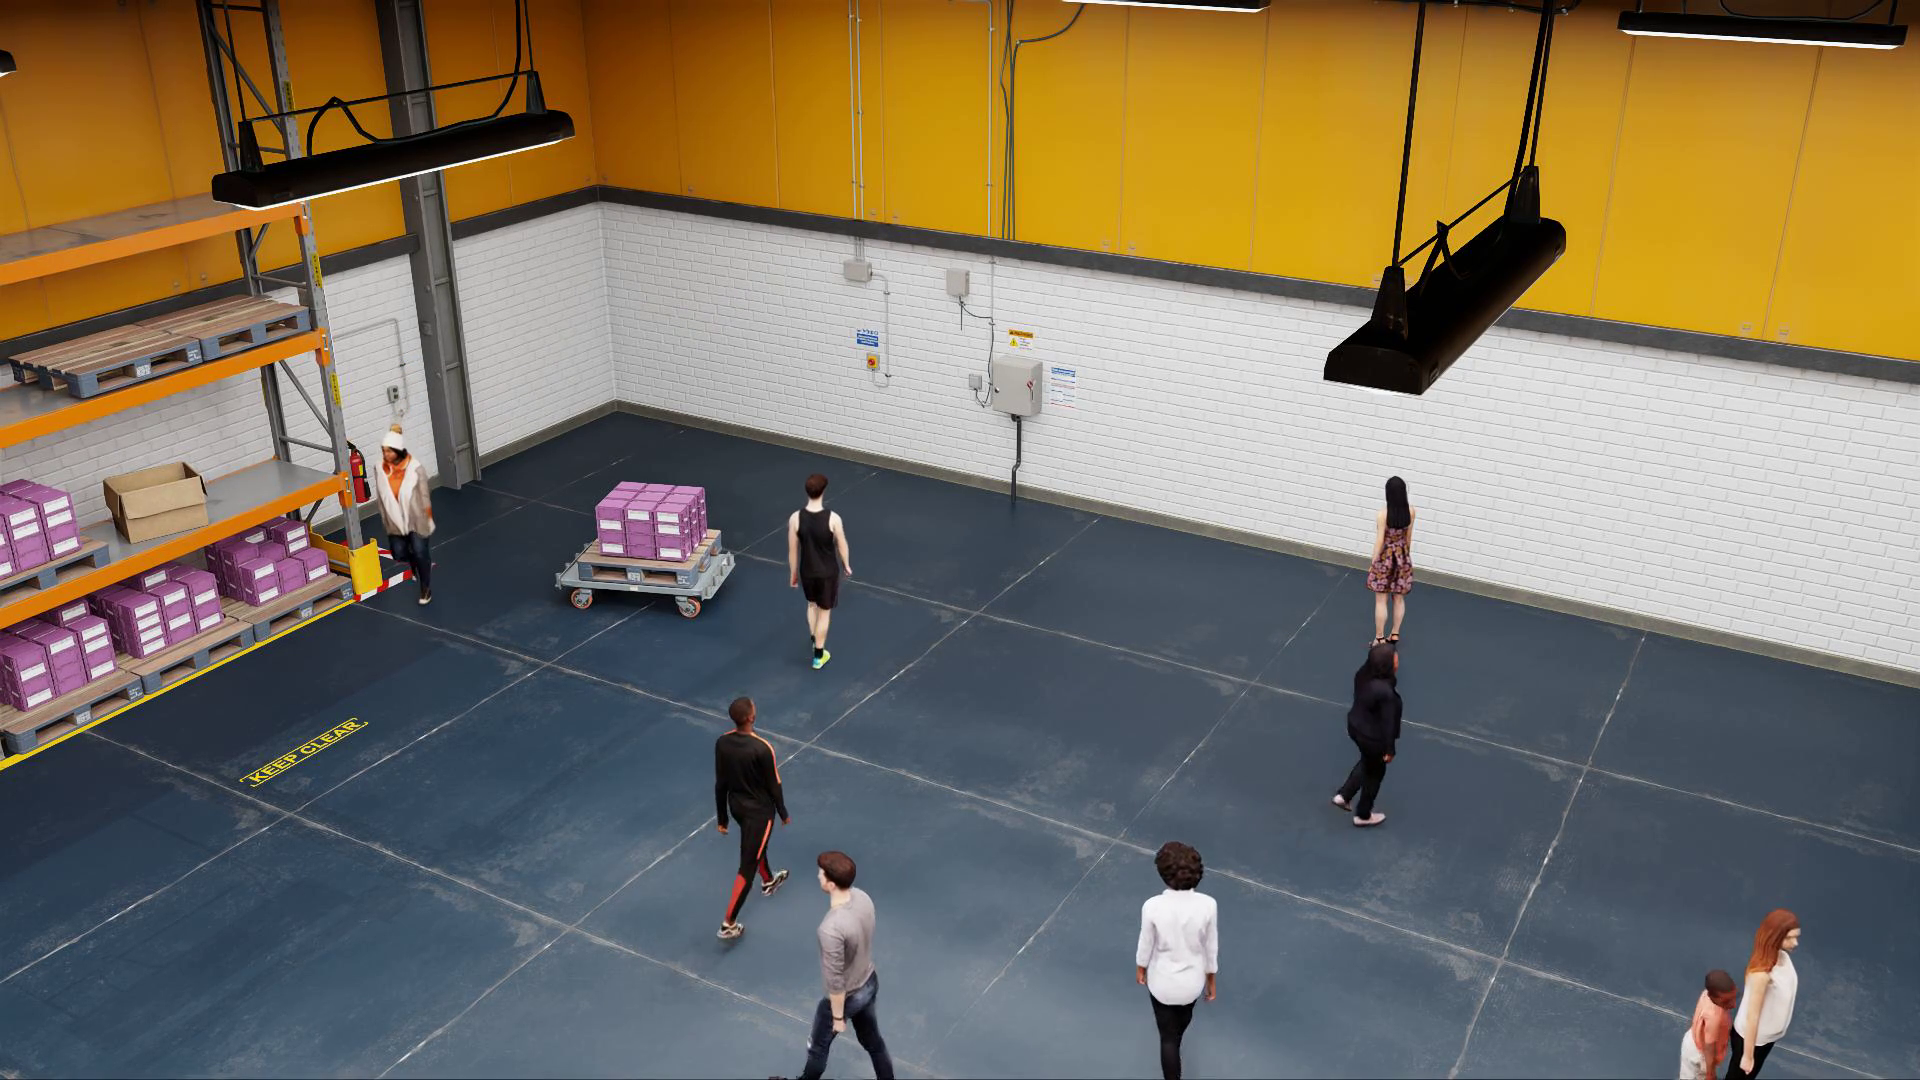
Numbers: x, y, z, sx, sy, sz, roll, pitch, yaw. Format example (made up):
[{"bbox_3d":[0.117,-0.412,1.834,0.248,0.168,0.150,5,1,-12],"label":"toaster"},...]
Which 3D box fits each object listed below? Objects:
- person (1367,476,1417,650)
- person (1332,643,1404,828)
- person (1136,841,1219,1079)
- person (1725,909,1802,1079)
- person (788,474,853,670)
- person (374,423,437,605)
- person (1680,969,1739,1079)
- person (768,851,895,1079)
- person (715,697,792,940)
[{"bbox_3d":[4.088,0.233,15.791,0.798,1.775,0.866,-9,25,-19],"label":"person"},{"bbox_3d":[3.145,1.543,13.007,0.877,1.605,0.819,-7,25,-16],"label":"person"},{"bbox_3d":[1.332,2.718,10.130,1.039,1.757,1.202,-1,24,-3],"label":"person"},{"bbox_3d":[4.659,2.896,9.770,0.685,1.720,0.500,19,30,37],"label":"person"},{"bbox_3d":[-1.330,0.332,15.446,0.811,1.871,0.890,5,24,12],"label":"person"},{"bbox_3d":[-5.592,-0.304,16.889,0.968,1.880,1.059,-2,24,-4],"label":"person"},{"bbox_3d":[4.441,3.040,9.972,0.732,1.293,0.444,4,24,9],"label":"person"},{"bbox_3d":[-0.580,2.731,9.962,0.773,1.867,1.015,12,26,25],"label":"person"},{"bbox_3d":[-1.531,1.987,11.786,0.616,1.769,1.186,12,26,26],"label":"person"}]
